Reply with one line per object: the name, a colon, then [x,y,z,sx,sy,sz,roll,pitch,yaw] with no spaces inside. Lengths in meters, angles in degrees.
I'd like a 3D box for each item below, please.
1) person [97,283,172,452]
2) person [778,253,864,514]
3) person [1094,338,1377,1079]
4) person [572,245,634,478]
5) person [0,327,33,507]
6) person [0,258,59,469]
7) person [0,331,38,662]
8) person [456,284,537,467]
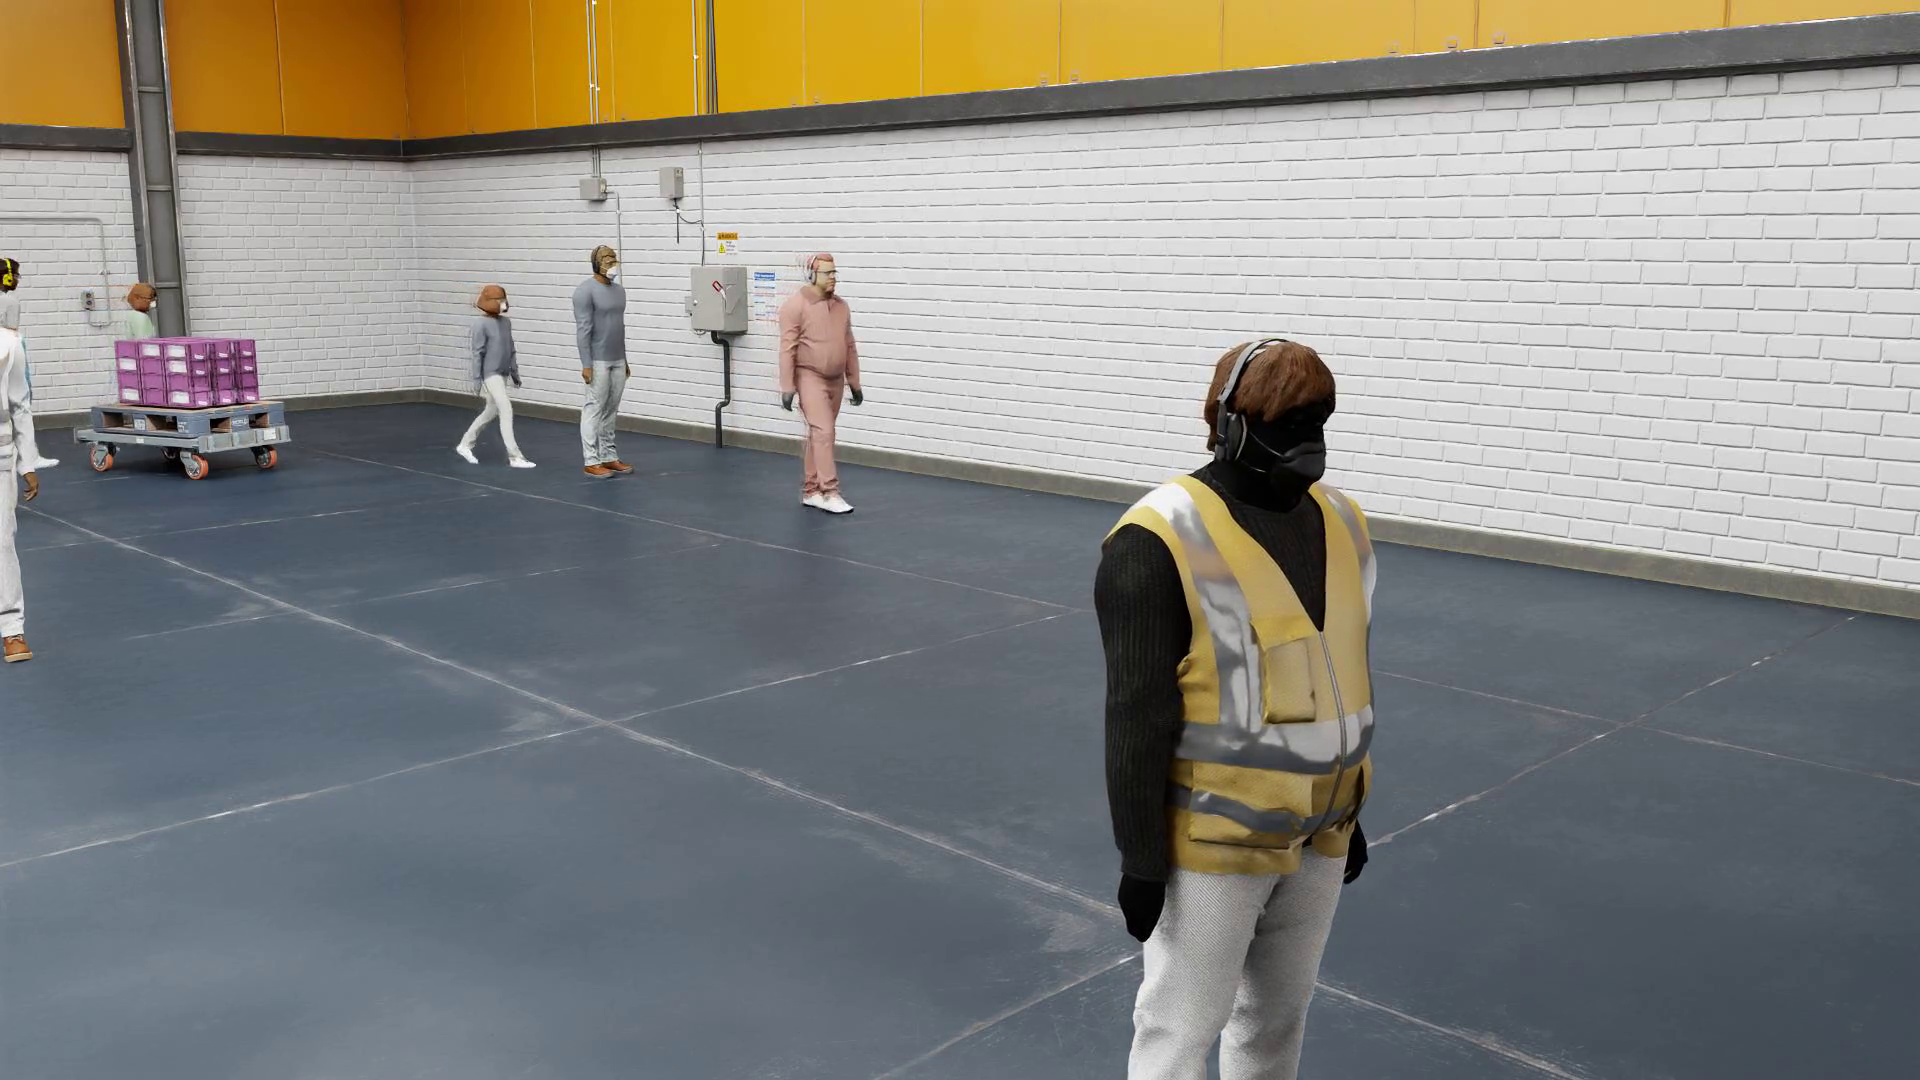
person: [-7.670,-1.601,15.503,0.808,1.593,0.507,-4,11,-21]
person: [-0.916,-1.126,12.096,0.785,1.881,0.673,8,13,37]
person: [0.544,0.546,3.116,0.634,1.840,0.429,-8,13,-36]
person: [-2.992,-1.499,13.994,0.362,1.938,0.631,4,11,23]
person: [-6.886,-0.948,11.824,0.539,1.625,0.363,-6,12,-31]
person: [-8.219,-1.483,14.248,0.507,1.826,0.658,3,11,14]
person: [-4.668,-0.338,7.815,0.584,1.882,0.339,-6,12,-30]
person: [-4.124,-1.437,14.588,0.787,1.602,0.500,2,11,13]
